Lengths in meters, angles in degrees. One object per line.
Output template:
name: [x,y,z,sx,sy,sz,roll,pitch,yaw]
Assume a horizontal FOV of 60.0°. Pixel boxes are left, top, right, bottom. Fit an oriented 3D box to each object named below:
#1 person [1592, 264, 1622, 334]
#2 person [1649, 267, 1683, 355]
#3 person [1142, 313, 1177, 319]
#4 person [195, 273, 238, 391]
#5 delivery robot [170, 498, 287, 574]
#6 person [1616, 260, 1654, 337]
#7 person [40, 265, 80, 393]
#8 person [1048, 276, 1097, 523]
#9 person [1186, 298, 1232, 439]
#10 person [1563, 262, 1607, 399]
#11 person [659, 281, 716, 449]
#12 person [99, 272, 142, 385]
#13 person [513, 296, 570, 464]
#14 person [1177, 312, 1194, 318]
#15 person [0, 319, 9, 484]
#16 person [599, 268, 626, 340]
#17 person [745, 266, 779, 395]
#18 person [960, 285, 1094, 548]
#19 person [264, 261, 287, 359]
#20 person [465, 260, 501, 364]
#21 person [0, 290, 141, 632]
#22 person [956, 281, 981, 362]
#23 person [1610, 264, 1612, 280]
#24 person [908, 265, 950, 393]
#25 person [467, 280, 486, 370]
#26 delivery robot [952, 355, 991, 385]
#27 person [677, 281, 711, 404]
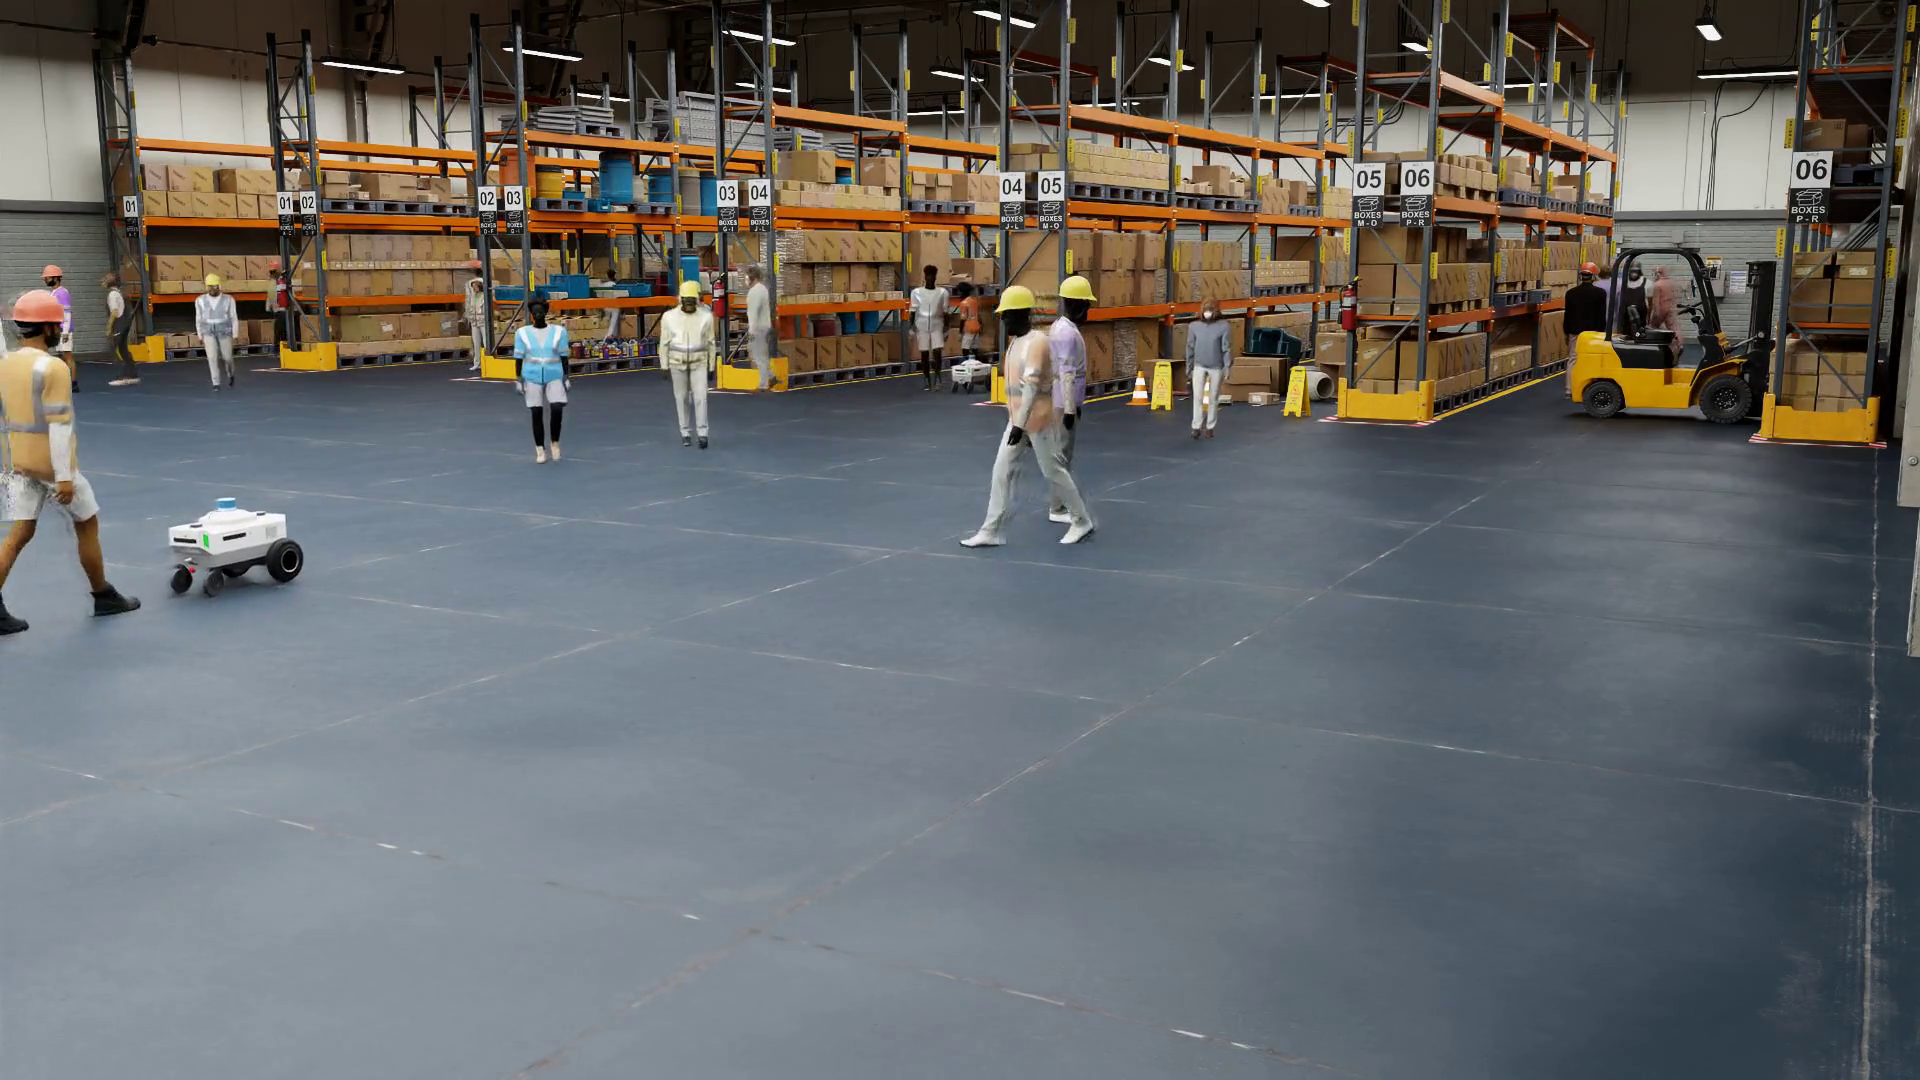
person: [11.115,-3.783,28.712,0.662,1.923,0.672,5,11,26]
person: [14.782,-4.791,34.875,0.744,1.845,0.975,-6,11,-31]
person: [3.614,-4.031,30.519,0.640,1.808,0.826,7,12,35]
person: [-11.475,-3.211,25.711,0.600,1.812,0.630,-3,10,-17]
delivery robot: [-4.583,-0.021,10.431,0.477,0.478,0.707,4,10,22]
person: [12.330,-4.157,30.579,0.697,2.000,0.996,5,11,29]
person: [-13.642,-3.184,25.184,0.376,1.935,0.550,-9,13,-41]
person: [0.858,-1.086,12.955,0.392,1.923,0.590,0,10,1]
person: [2.795,-1.920,18.763,0.525,1.586,0.830,2,10,13]
person: [9.034,-3.011,24.052,0.603,1.986,0.412,9,13,43]
person: [-2.931,-1.877,17.938,0.603,1.796,0.840,-1,10,-8]
person: [-13.503,-3.378,26.718,0.555,1.797,0.527,-3,10,-15]
person: [-4.158,-1.580,16.542,0.549,1.676,0.521,-2,10,-13]
person: [4.350,-4.444,32.912,0.601,1.807,0.881,6,11,31]
person: [-8.823,-1.424,15.091,0.720,1.858,0.622,3,10,14]
person: [-7.290,-4.782,34.891,0.533,1.831,0.990,4,11,23]
person: [-3.031,-3.135,24.948,0.431,1.915,0.662,1,10,4]
person: [0.520,-0.876,11.879,1.012,1.876,0.596,-4,11,-24]
person: [-13.905,-4.653,33.720,0.634,1.959,0.898,7,12,35]
person: [-9.323,-4.410,32.223,0.594,2.002,1.025,4,11,23]
person: [-5.128,-0.441,9.268,0.556,1.895,0.972,4,11,24]
person: [0.178,-3.407,27.273,0.398,1.662,0.663,4,11,24]
person: [13.808,-4.925,35.225,0.981,2.005,0.636,6,11,30]
person: [-0.476,-3.202,25.307,0.634,1.918,0.957,0,10,0]
person: [-8.718,-3.895,30.217,0.523,1.638,0.311,4,10,22]
delivery robot: [0.181,-2.574,25.370,0.477,0.478,0.707,6,12,30]
person: [-3.705,-2.749,23.219,0.512,1.725,0.413,-2,10,-14]
